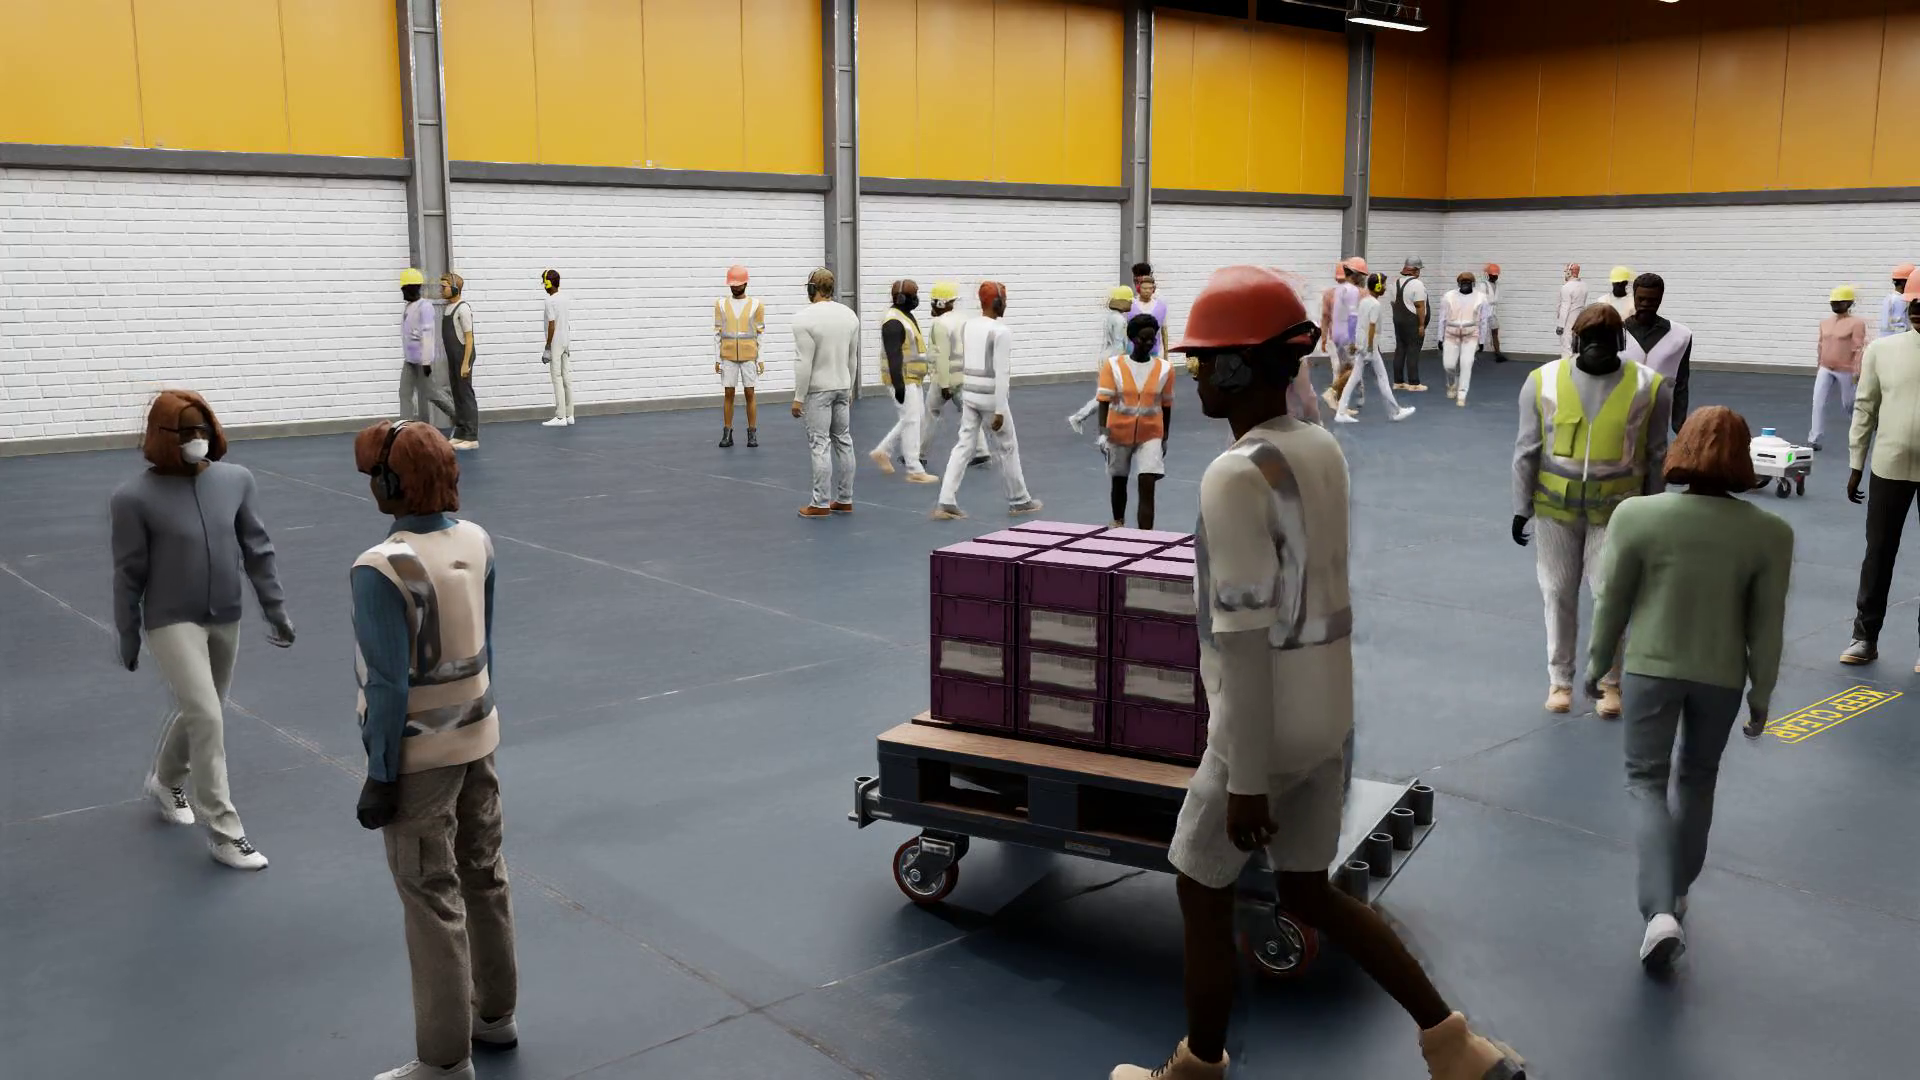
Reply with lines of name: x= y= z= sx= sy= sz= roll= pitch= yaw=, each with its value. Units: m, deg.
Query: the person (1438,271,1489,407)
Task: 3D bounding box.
person: x=6.800 y=-2.719 z=22.495 sx=0.641 sy=1.824 sz=0.531 roll=4 pitch=10 yaw=22

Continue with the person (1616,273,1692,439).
person: x=4.387 y=-0.763 z=10.768 sx=0.597 sy=1.915 sz=0.369 roll=2 pitch=10 yaw=14

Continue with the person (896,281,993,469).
person: x=-0.114 y=-1.559 z=15.825 sx=0.945 sy=1.794 sz=0.583 roll=5 pitch=11 yaw=27

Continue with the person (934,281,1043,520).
person: x=0.206 y=-1.070 z=12.812 sx=0.985 sy=1.841 sz=0.576 roll=-9 pitch=13 yaw=-42

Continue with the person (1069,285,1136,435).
person: x=1.600 y=-1.943 z=18.291 sx=0.726 sy=1.709 sz=0.518 roll=-1 pitch=10 yaw=-3

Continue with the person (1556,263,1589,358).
person: x=9.755 y=-3.470 z=26.646 sx=0.642 sy=1.909 sz=0.410 roll=-9 pitch=13 yaw=-42

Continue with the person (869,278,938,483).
person: x=-0.499 y=-1.422 z=14.891 sx=0.620 sy=1.827 sz=0.660 roll=2 pitch=10 yaw=9

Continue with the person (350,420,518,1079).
person: x=-1.281 y=0.525 z=4.039 sx=0.310 sy=1.638 sz=0.522 roll=2 pitch=10 yaw=14

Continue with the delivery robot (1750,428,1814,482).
delivery robot: x=6.873 y=-0.710 z=14.165 sx=0.477 sy=0.478 sz=0.707 roll=-5 pitch=11 yaw=-27

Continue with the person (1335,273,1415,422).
person: x=5.032 y=-2.323 z=20.194 sx=0.992 sy=1.812 sz=0.494 roll=-2 pitch=10 yaw=-14

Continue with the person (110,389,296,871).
person: x=-2.633 y=0.271 z=5.658 sx=0.813 sy=1.595 sz=0.503 roll=6 pitch=11 yaw=31

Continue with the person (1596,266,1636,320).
person: x=7.741 y=-2.266 z=19.601 sx=0.585 sy=1.912 sz=0.417 roll=7 pitch=12 yaw=36

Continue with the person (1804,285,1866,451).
person: x=9.167 y=-1.782 z=17.282 sx=0.873 sy=1.732 sz=0.531 roll=-5 pitch=11 yaw=-28

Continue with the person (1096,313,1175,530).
person: x=1.172 y=-0.703 z=11.200 sx=0.535 sy=1.651 sz=0.905 roll=0 pitch=10 yaw=1

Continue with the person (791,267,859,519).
person: x=-1.046 y=-1.126 z=12.832 sx=0.373 sy=1.941 sz=0.627 roll=9 pitch=13 yaw=42

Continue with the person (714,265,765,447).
person: x=-2.337 y=-1.938 z=17.616 sx=0.542 sy=1.927 sz=0.374 roll=0 pitch=10 yaw=0

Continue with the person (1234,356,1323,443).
person: x=2.117 y=-0.702 z=11.012 sx=0.924 sy=1.702 sz=0.553 roll=-7 pitch=12 yaw=-37

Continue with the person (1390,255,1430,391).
person: x=6.834 y=-3.277 z=25.123 sx=0.537 sy=2.000 sz=0.682 roll=-4 pitch=11 yaw=-24

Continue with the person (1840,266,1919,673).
person: x=4.655 y=-0.343 z=8.088 sx=0.623 sy=1.990 sz=0.390 roll=7 pitch=12 yaw=37

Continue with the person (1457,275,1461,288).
person: x=9.461 y=-4.170 z=31.371 sx=0.531 sy=1.692 sz=0.320 roll=4 pitch=11 yaw=24

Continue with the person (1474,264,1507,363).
person: x=10.026 y=-4.309 z=31.663 sx=0.594 sy=1.879 sz=1.014 roll=-5 pitch=11 yaw=-28

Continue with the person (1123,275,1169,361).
person: x=2.174 y=-2.253 z=19.828 sx=0.601 sy=1.806 sz=0.862 roll=-1 pitch=10 yaw=-8

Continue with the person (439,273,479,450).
person: x=-5.256 y=-1.865 z=17.427 sx=0.349 sy=1.846 sz=0.506 roll=-7 pitch=12 yaw=-36

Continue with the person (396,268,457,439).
person: x=-5.836 y=-2.006 z=18.111 sx=0.880 sy=1.901 sz=0.593 roll=-9 pitch=13 yaw=-42

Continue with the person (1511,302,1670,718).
person: x=2.740 y=-0.118 z=7.285 sx=0.629 sy=1.826 sz=0.482 roll=5 pitch=11 yaw=25

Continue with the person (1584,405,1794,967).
person: x=2.107 y=0.411 z=4.824 sx=0.528 sy=1.602 sz=0.787 roll=2 pitch=10 yaw=14

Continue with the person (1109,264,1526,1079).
person: x=0.779 y=0.408 z=3.651 sx=0.887 sy=2.014 sz=0.621 roll=6 pitch=12 yaw=33

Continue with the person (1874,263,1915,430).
person: x=10.760 y=-2.196 z=19.096 sx=0.356 sy=1.937 sz=0.552 roll=3 pitch=10 yaw=16

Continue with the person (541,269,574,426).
person: x=-4.833 y=-2.292 z=19.882 sx=0.328 sy=1.865 sz=0.521 roll=3 pitch=10 yaw=15

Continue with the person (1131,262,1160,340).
person: x=2.348 y=-2.555 z=21.168 sx=0.440 sy=1.947 sz=0.614 roll=-2 pitch=10 yaw=-14

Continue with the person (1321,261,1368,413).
person: x=4.980 y=-2.609 z=21.473 sx=0.645 sy=1.958 sz=0.669 roll=6 pitch=11 yaw=32

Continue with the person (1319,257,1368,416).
person: x=4.850 y=-2.541 z=20.883 sx=0.513 sy=2.013 sz=0.624 roll=-1 pitch=10 yaw=-5
